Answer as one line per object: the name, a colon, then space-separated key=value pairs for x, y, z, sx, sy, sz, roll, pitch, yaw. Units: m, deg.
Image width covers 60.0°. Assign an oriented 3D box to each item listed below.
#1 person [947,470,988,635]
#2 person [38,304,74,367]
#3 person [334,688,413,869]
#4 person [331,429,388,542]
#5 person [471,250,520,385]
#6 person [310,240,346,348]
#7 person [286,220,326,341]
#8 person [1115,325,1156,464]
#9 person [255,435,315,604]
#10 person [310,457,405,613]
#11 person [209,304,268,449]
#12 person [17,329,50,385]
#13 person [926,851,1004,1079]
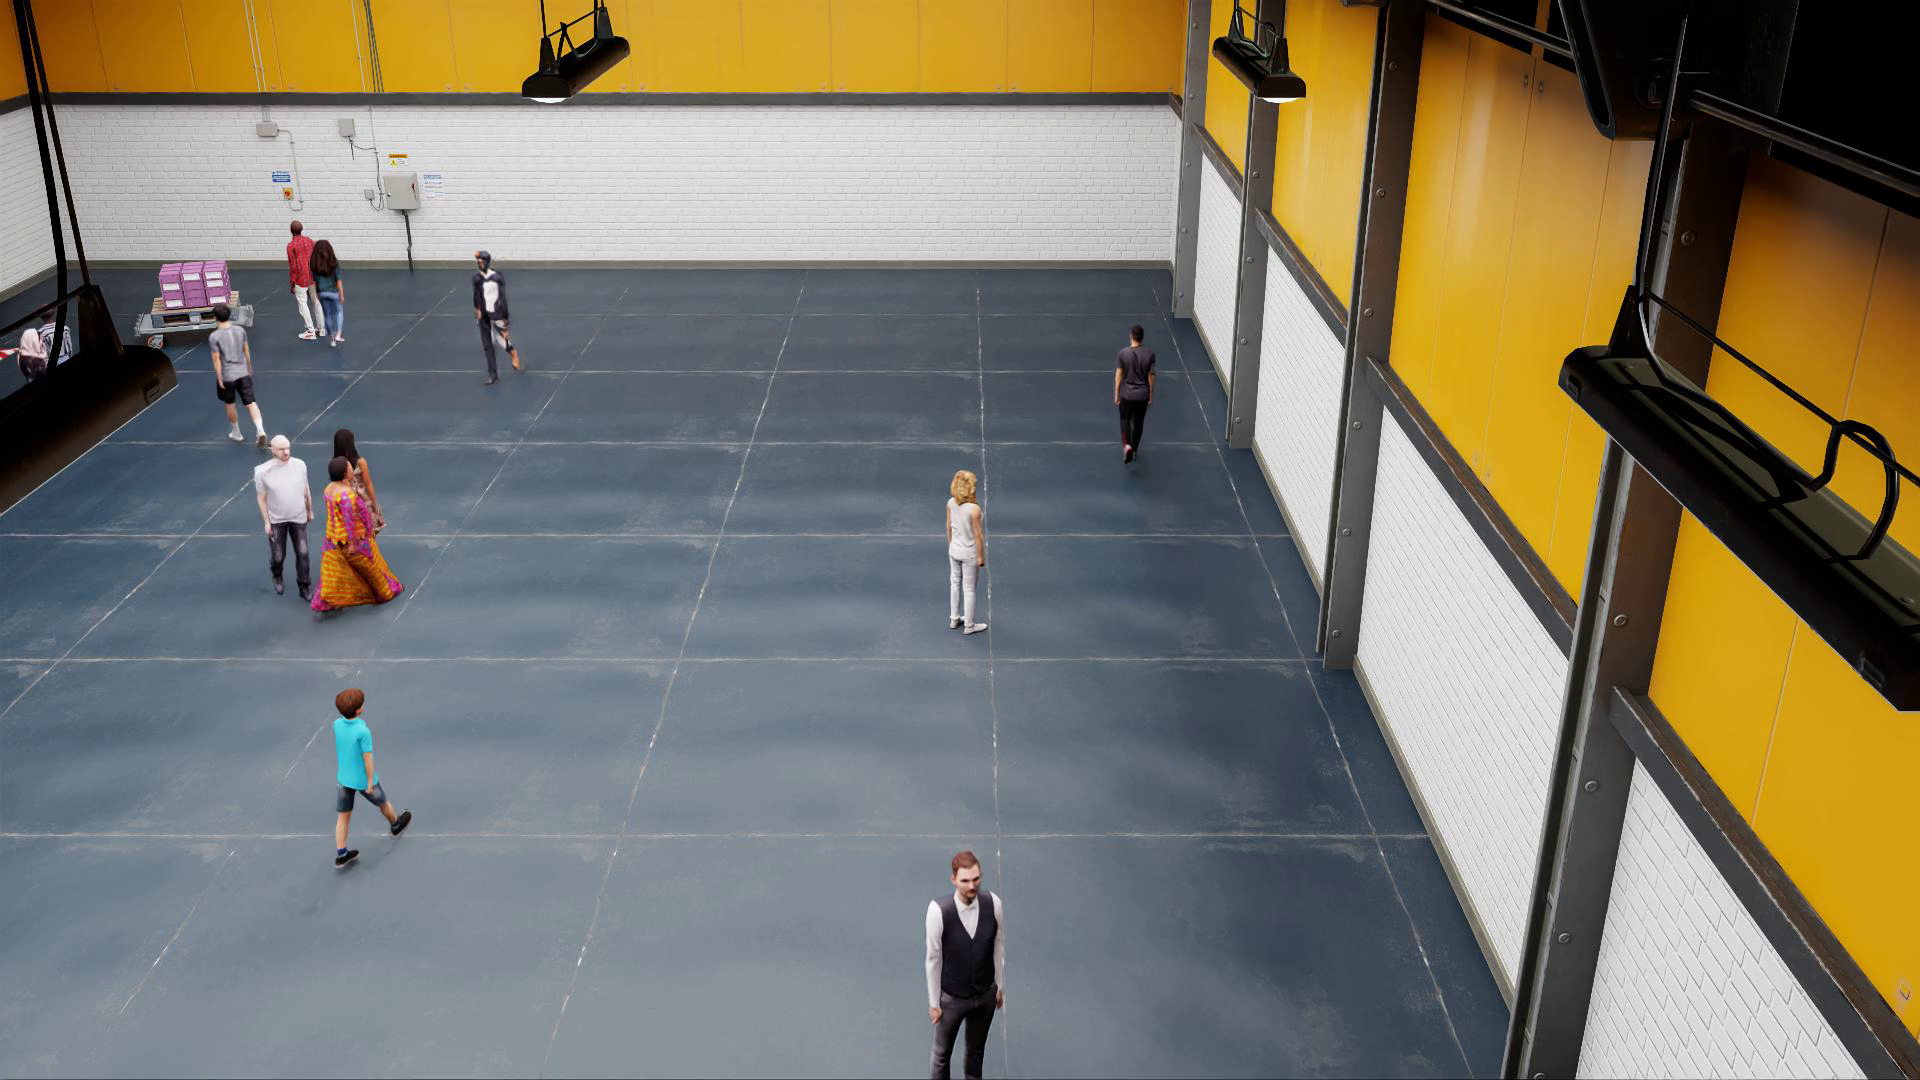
person: x=0.034 y=0.106 z=16.279 sx=0.742 sy=1.670 sz=0.681 roll=-22 pitch=32 yaw=-40
person: x=-11.514 y=-2.154 z=21.292 sx=0.753 sy=1.796 sz=0.613 roll=10 pitch=26 yaw=23
person: x=-4.645 y=1.831 z=12.664 sx=0.740 sy=1.405 sz=1.037 roll=8 pitch=25 yaw=18
person: x=-6.336 y=-0.352 z=17.369 sx=0.755 sy=1.635 sz=0.866 roll=5 pitch=24 yaw=12
person: x=-6.569 y=-3.170 z=23.515 sx=0.799 sy=1.877 sz=1.038 roll=4 pitch=24 yaw=10
person: x=-9.528 y=-3.693 z=25.053 sx=0.640 sy=1.603 sz=0.621 roll=-4 pitch=24 yaw=-10
person: x=-10.045 y=-4.003 z=25.492 sx=0.813 sy=1.819 sz=0.696 roll=14 pitch=27 yaw=29
person: x=2.148 y=-1.757 z=20.444 sx=0.632 sy=1.748 sz=0.957 roll=0 pitch=24 yaw=1
person: x=-6.859 y=-0.235 z=16.879 sx=0.916 sy=1.814 sz=0.996 roll=-15 pitch=28 yaw=-30
person: x=-6.173 y=-0.034 z=16.597 sx=1.223 sy=1.672 sz=1.175 roll=-21 pitch=31 yaw=-40
person: x=-9.112 y=-2.057 z=21.010 sx=1.124 sy=1.844 sz=1.204 roll=-21 pitch=31 yaw=-39
person: x=-11.571 y=-1.827 z=20.775 sx=0.808 sy=1.611 sz=0.733 roll=-6 pitch=24 yaw=-14
person: x=0.023 y=2.696 z=10.020 sx=0.730 sy=1.937 sz=0.703 roll=-9 pitch=25 yaw=-19
